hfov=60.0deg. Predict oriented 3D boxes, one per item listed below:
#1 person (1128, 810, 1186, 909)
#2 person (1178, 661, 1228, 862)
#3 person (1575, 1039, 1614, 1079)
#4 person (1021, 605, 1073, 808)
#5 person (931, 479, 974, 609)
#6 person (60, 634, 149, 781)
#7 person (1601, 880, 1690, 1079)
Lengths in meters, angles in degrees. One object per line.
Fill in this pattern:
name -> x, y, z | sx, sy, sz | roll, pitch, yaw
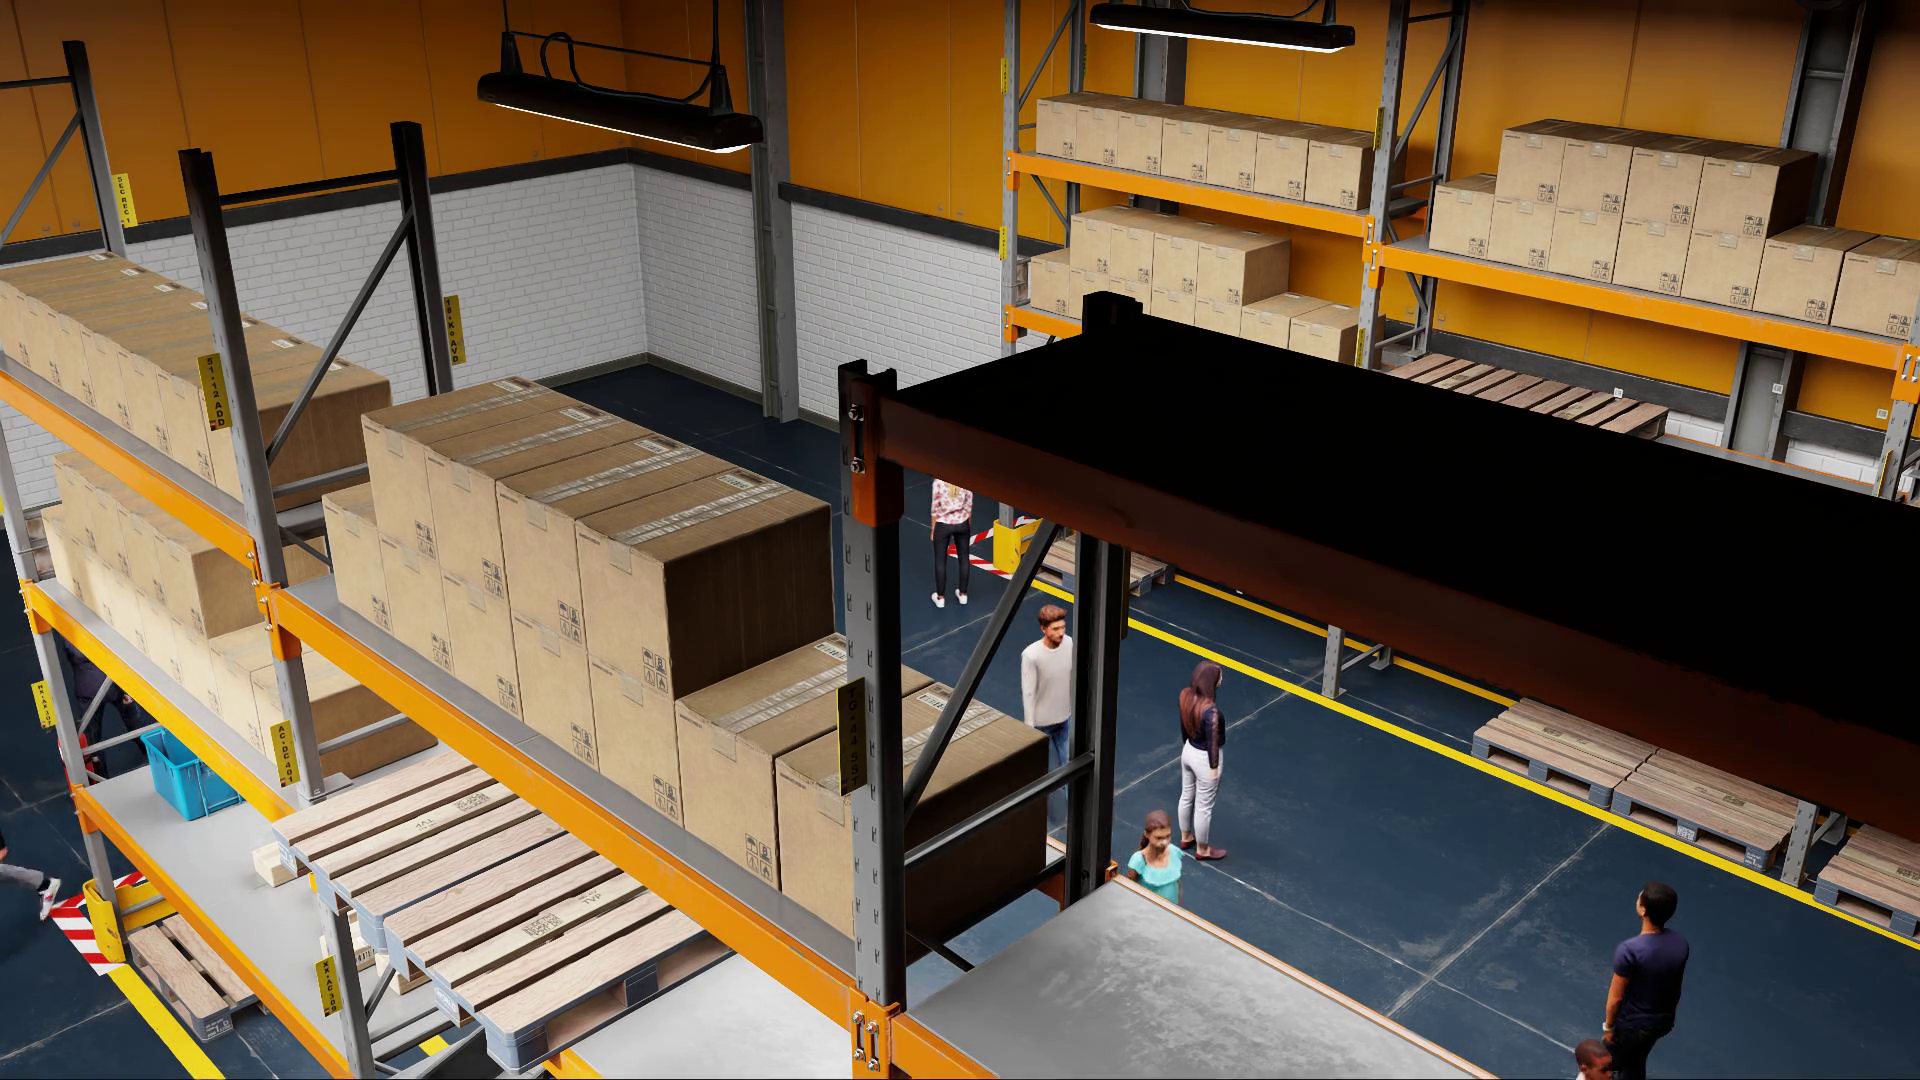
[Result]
person -> 1.213, 2.379, 10.674 | 0.625, 1.550, 0.657 | -11, 26, -24
person -> 1.804, 1.624, 12.326 | 0.723, 1.611, 0.582 | -11, 26, -24
person -> 3.295, 3.224, 9.068 | 0.616, 1.287, 0.752 | -10, 25, -21
person -> 0.627, 1.328, 12.706 | 0.935, 1.848, 1.282 | -12, 26, -25
person -> -0.074, -0.124, 16.298 | 0.651, 1.631, 0.670 | -6, 24, -14
person -> -6.845, 1.173, 13.156 | 1.185, 1.772, 1.234 | 0, 24, 1
person -> 3.922, 2.808, 9.474 | 0.858, 1.724, 0.950 | -6, 24, -13
